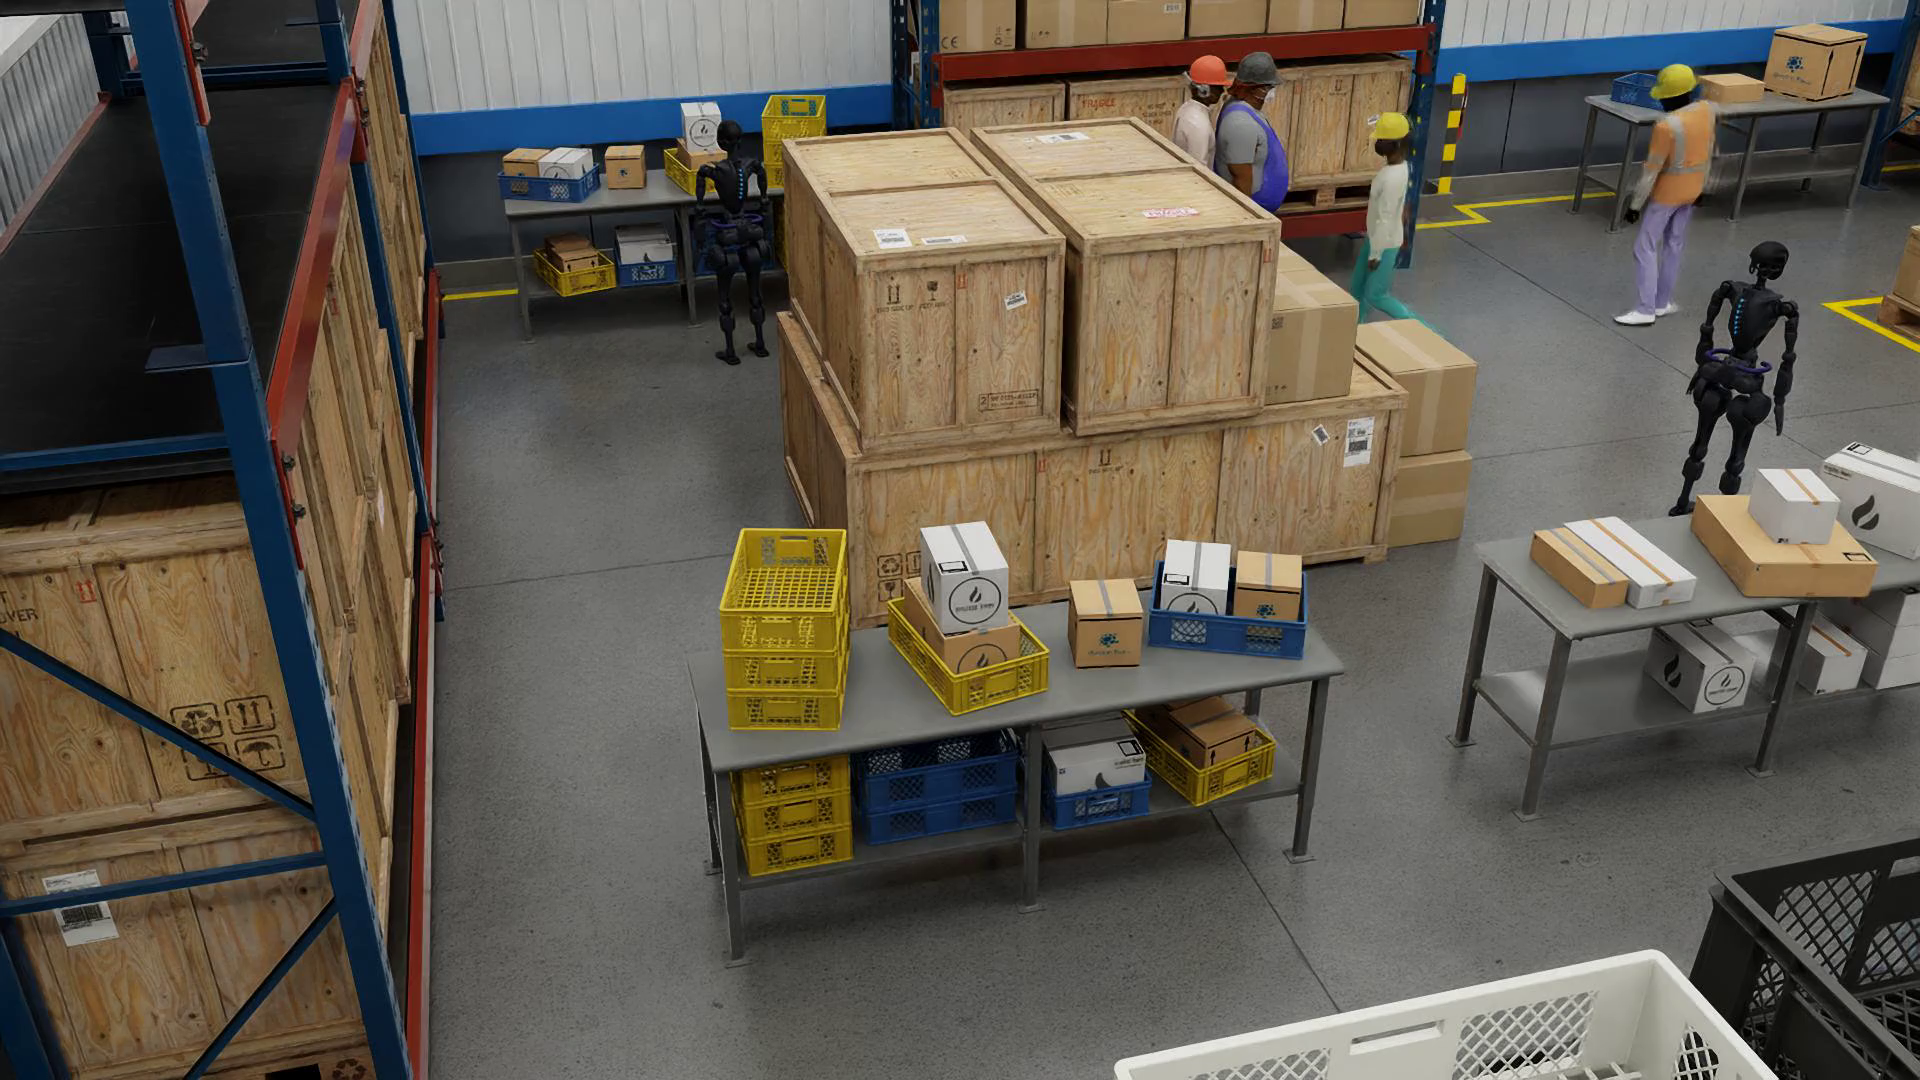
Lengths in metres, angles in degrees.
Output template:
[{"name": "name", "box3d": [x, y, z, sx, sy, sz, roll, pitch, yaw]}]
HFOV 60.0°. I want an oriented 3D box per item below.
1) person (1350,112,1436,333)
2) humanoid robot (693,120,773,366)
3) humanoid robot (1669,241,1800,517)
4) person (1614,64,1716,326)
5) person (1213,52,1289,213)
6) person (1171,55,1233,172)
[{"name": "person", "box3d": [2.901, -2.030, 11.282, 0.746, 1.740, 0.533, 6, 29, 11]}, {"name": "humanoid robot", "box3d": [-1.543, -2.032, 11.345, 0.582, 1.655, 0.327, -18, 34, -29]}, {"name": "humanoid robot", "box3d": [4.292, -0.852, 9.189, 0.314, 1.657, 0.609, -18, 33, -29]}, {"name": "person", "box3d": [5.104, -2.474, 11.945, 0.689, 1.879, 0.368, -15, 32, -26]}, {"name": "person", "box3d": [2.008, -2.377, 11.597, 0.536, 2.000, 0.687, 2, 29, 3]}, {"name": "person", "box3d": [1.648, -2.387, 11.664, 0.397, 1.989, 0.622, -1, 29, -2]}]
